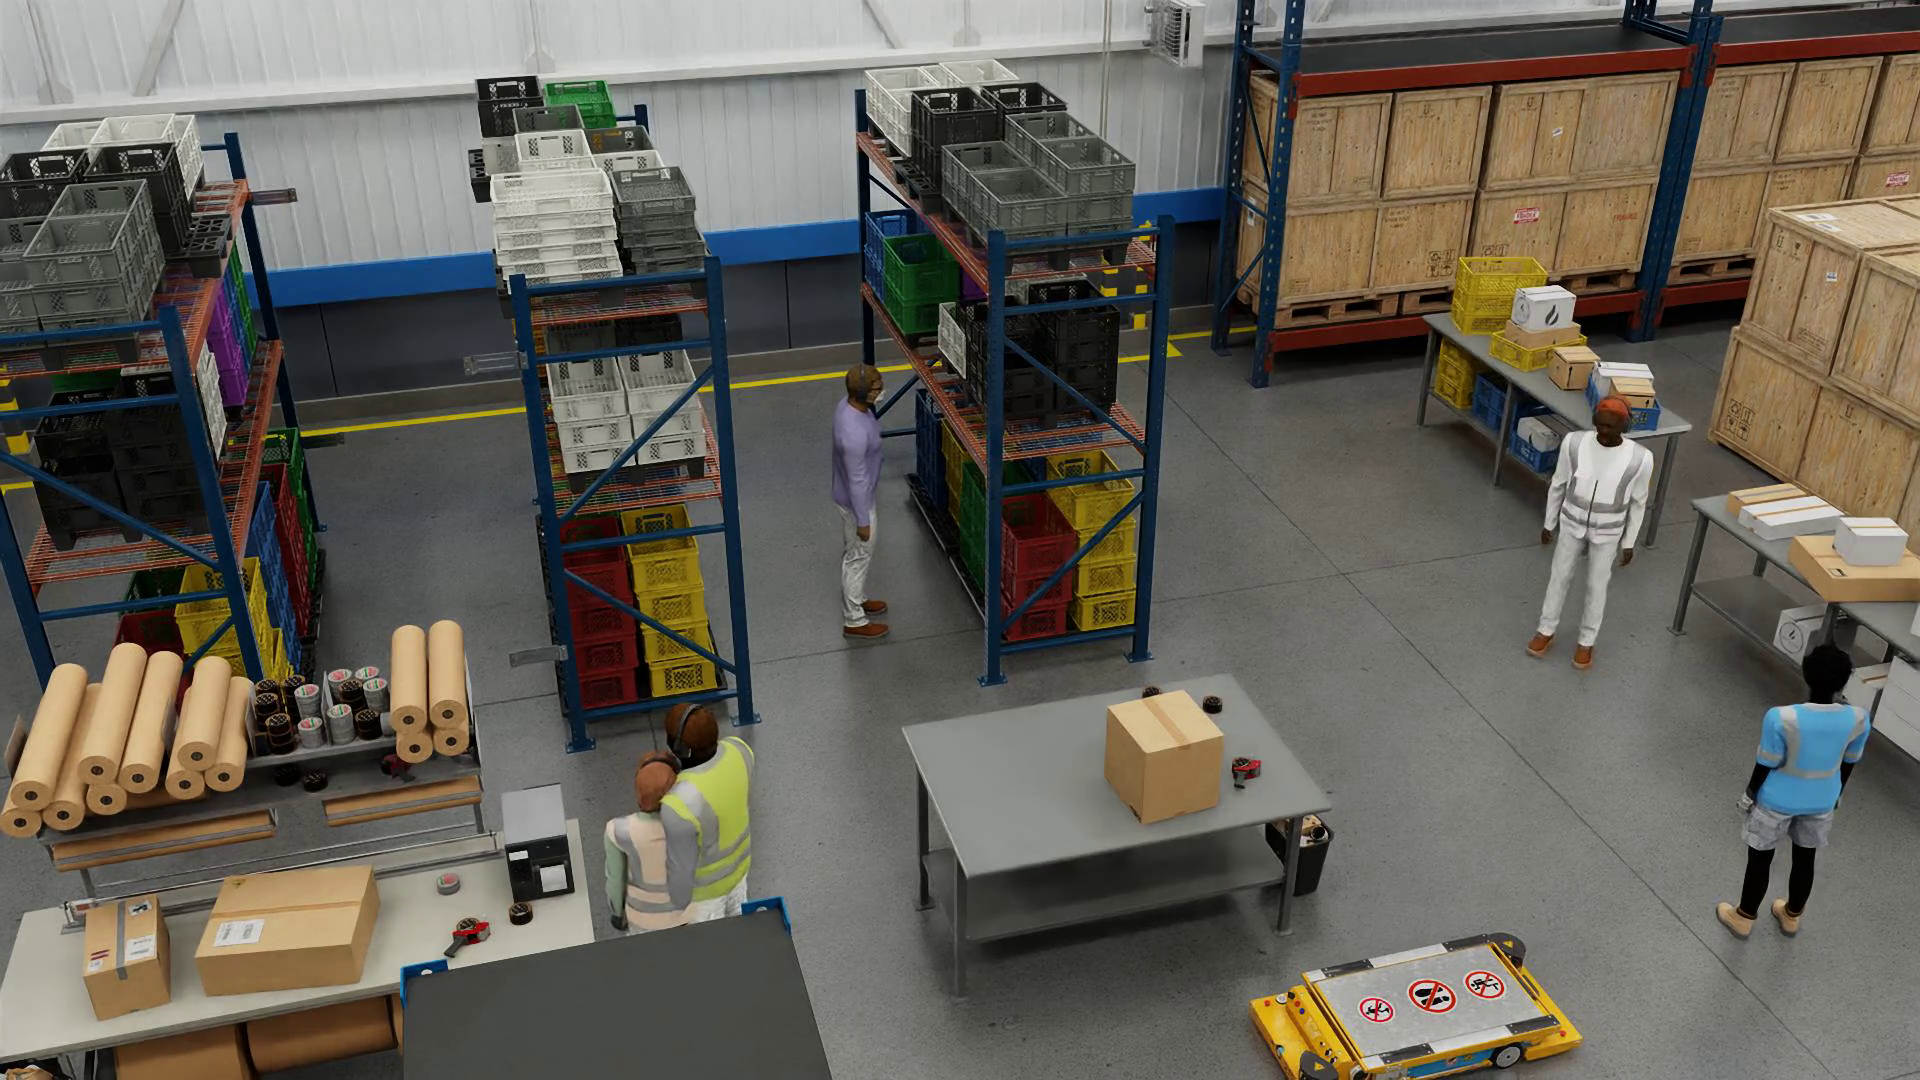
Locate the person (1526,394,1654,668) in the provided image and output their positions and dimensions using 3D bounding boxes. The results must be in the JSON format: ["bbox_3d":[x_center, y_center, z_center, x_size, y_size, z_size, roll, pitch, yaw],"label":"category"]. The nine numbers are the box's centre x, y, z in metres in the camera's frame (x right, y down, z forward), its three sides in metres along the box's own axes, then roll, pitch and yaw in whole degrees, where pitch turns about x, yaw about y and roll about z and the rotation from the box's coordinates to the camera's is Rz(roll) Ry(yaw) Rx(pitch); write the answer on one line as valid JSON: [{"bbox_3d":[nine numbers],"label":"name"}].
[{"bbox_3d":[4.008,-0.063,10.583,0.585,1.882,0.337,17,33,28],"label":"person"}]

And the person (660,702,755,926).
[{"bbox_3d":[-1.188,1.536,7.719,0.429,1.844,0.624,12,31,20],"label":"person"}]

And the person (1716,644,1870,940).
[{"bbox_3d":[4.176,1.277,8.335,0.540,1.698,0.317,-1,29,-2],"label":"person"}]

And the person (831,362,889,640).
[{"bbox_3d":[-0.660,-0.258,10.892,0.371,1.933,0.634,-2,29,-4],"label":"person"}]

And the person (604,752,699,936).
[{"bbox_3d":[-1.343,1.694,7.646,0.535,1.629,0.312,-8,30,-15],"label":"person"}]

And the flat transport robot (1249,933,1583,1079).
[{"bbox_3d":[2.184,2.282,7.980,1.431,0.197,0.652,-8,30,-14],"label":"flat transport robot"}]
